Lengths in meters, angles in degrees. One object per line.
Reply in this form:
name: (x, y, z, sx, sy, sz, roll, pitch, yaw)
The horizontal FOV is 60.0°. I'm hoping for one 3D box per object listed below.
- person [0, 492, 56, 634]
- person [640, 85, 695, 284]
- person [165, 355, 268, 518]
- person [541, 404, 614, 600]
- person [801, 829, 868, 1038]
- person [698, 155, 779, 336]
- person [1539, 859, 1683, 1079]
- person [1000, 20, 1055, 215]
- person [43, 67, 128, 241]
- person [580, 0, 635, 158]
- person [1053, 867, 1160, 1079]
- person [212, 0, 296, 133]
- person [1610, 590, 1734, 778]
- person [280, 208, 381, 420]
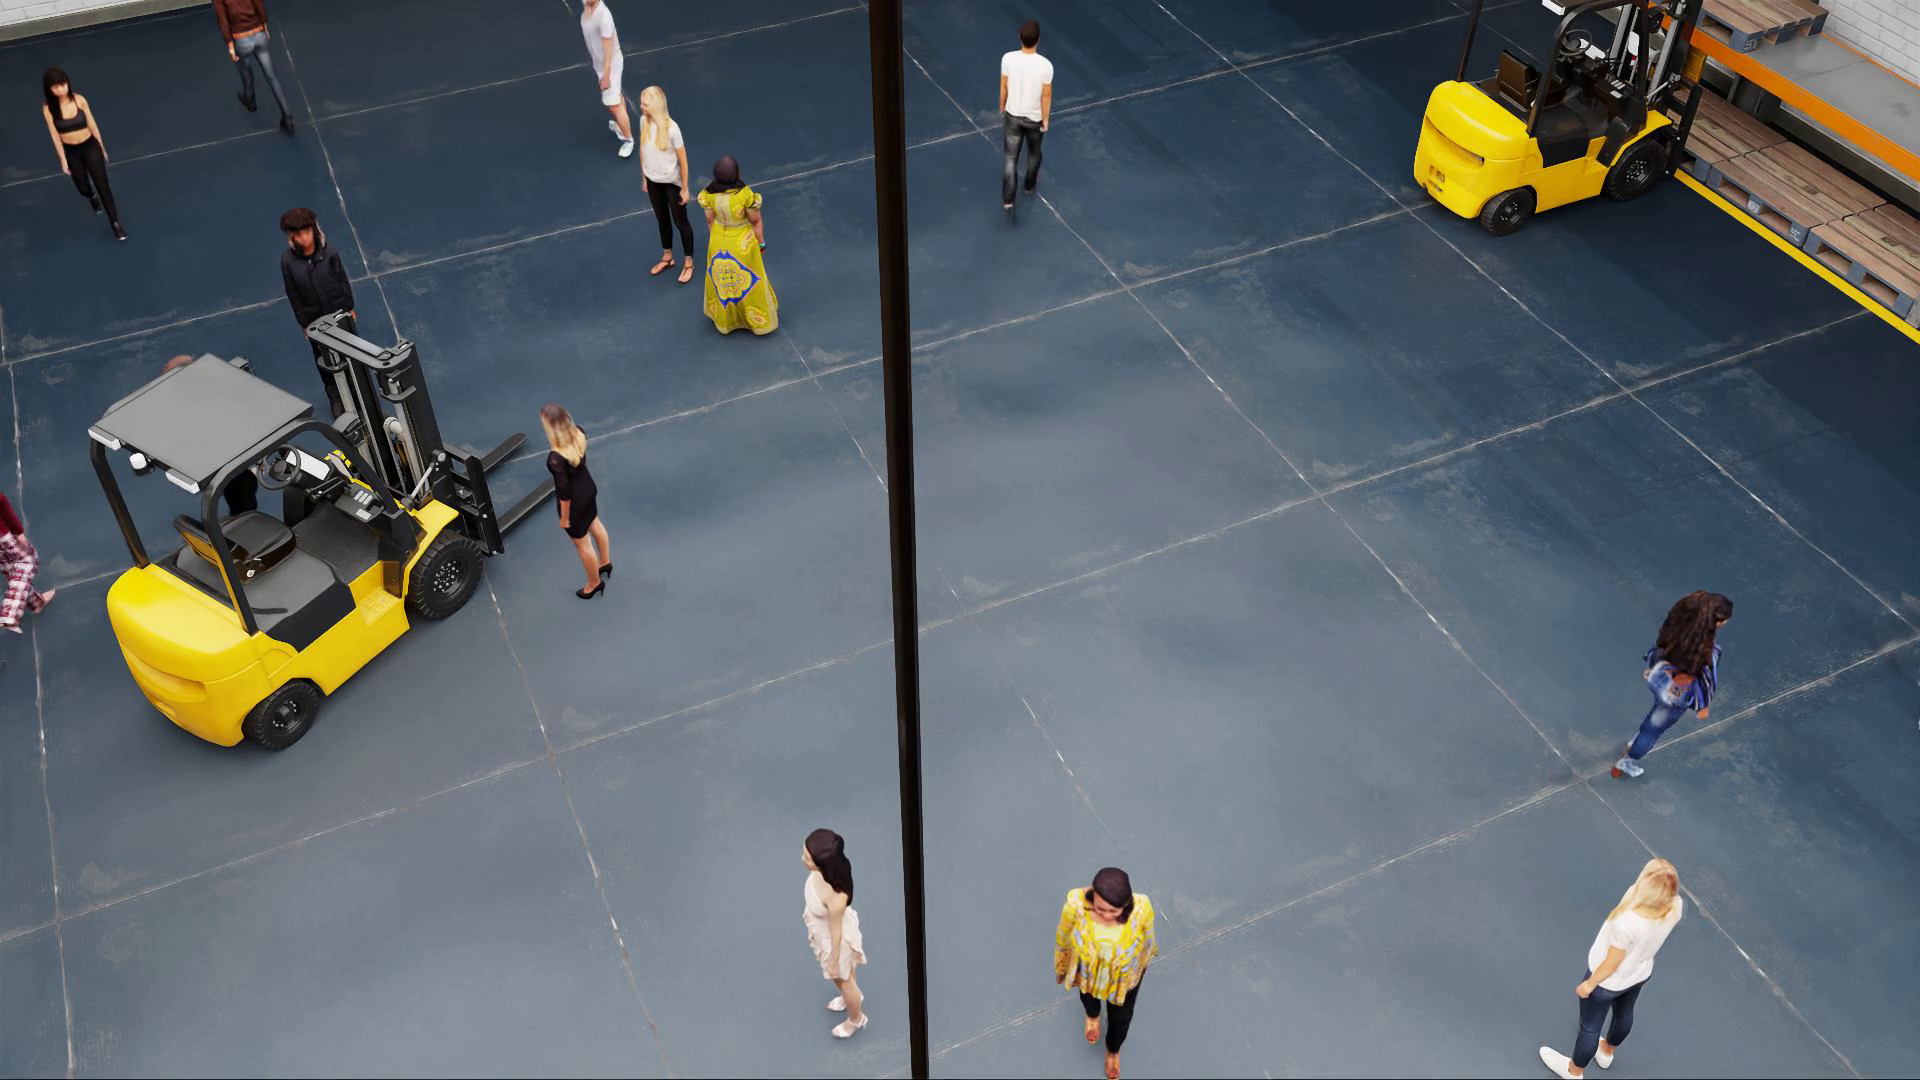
person: (-6.525, -0.036, 11.116, 0.847, 1.690, 0.941, 5, 44, 5)
person: (-2.499, -3.055, 14.188, 0.660, 1.824, 0.751, 20, 47, 20)
person: (-5.229, -0.542, 11.611, 0.731, 1.740, 0.619, -28, 50, -26)
person: (-2.612, -0.271, 11.373, 0.672, 1.677, 0.590, 10, 45, 10)
person: (-0.650, 2.099, 8.843, 0.671, 1.733, 0.528, -9, 44, -9)
person: (-1.838, -2.416, 13.644, 1.001, 1.659, 1.027, 8, 44, 8)
person: (3.429, 2.251, 8.630, 0.613, 1.808, 0.496, -20, 47, -20)
person: (0.549, -3.780, 14.990, 1.044, 1.778, 1.195, 7, 44, 7)
person: (-7.808, -3.465, 14.758, 0.635, 1.630, 0.886, -25, 49, -24)
person: (-3.347, -4.583, 15.793, 0.907, 1.822, 0.466, -8, 44, -8)
person: (0.775, 2.178, 8.831, 0.876, 1.636, 0.925, 4, 44, 4)
person: (-6.794, -4.759, 16.046, 0.906, 1.728, 1.195, -34, 53, -30)
person: (4.282, 0.920, 10.168, 0.761, 1.613, 0.632, -6, 44, -6)
person: (-4.924, -1.777, 12.878, 0.638, 1.780, 0.634, -22, 48, -22)
